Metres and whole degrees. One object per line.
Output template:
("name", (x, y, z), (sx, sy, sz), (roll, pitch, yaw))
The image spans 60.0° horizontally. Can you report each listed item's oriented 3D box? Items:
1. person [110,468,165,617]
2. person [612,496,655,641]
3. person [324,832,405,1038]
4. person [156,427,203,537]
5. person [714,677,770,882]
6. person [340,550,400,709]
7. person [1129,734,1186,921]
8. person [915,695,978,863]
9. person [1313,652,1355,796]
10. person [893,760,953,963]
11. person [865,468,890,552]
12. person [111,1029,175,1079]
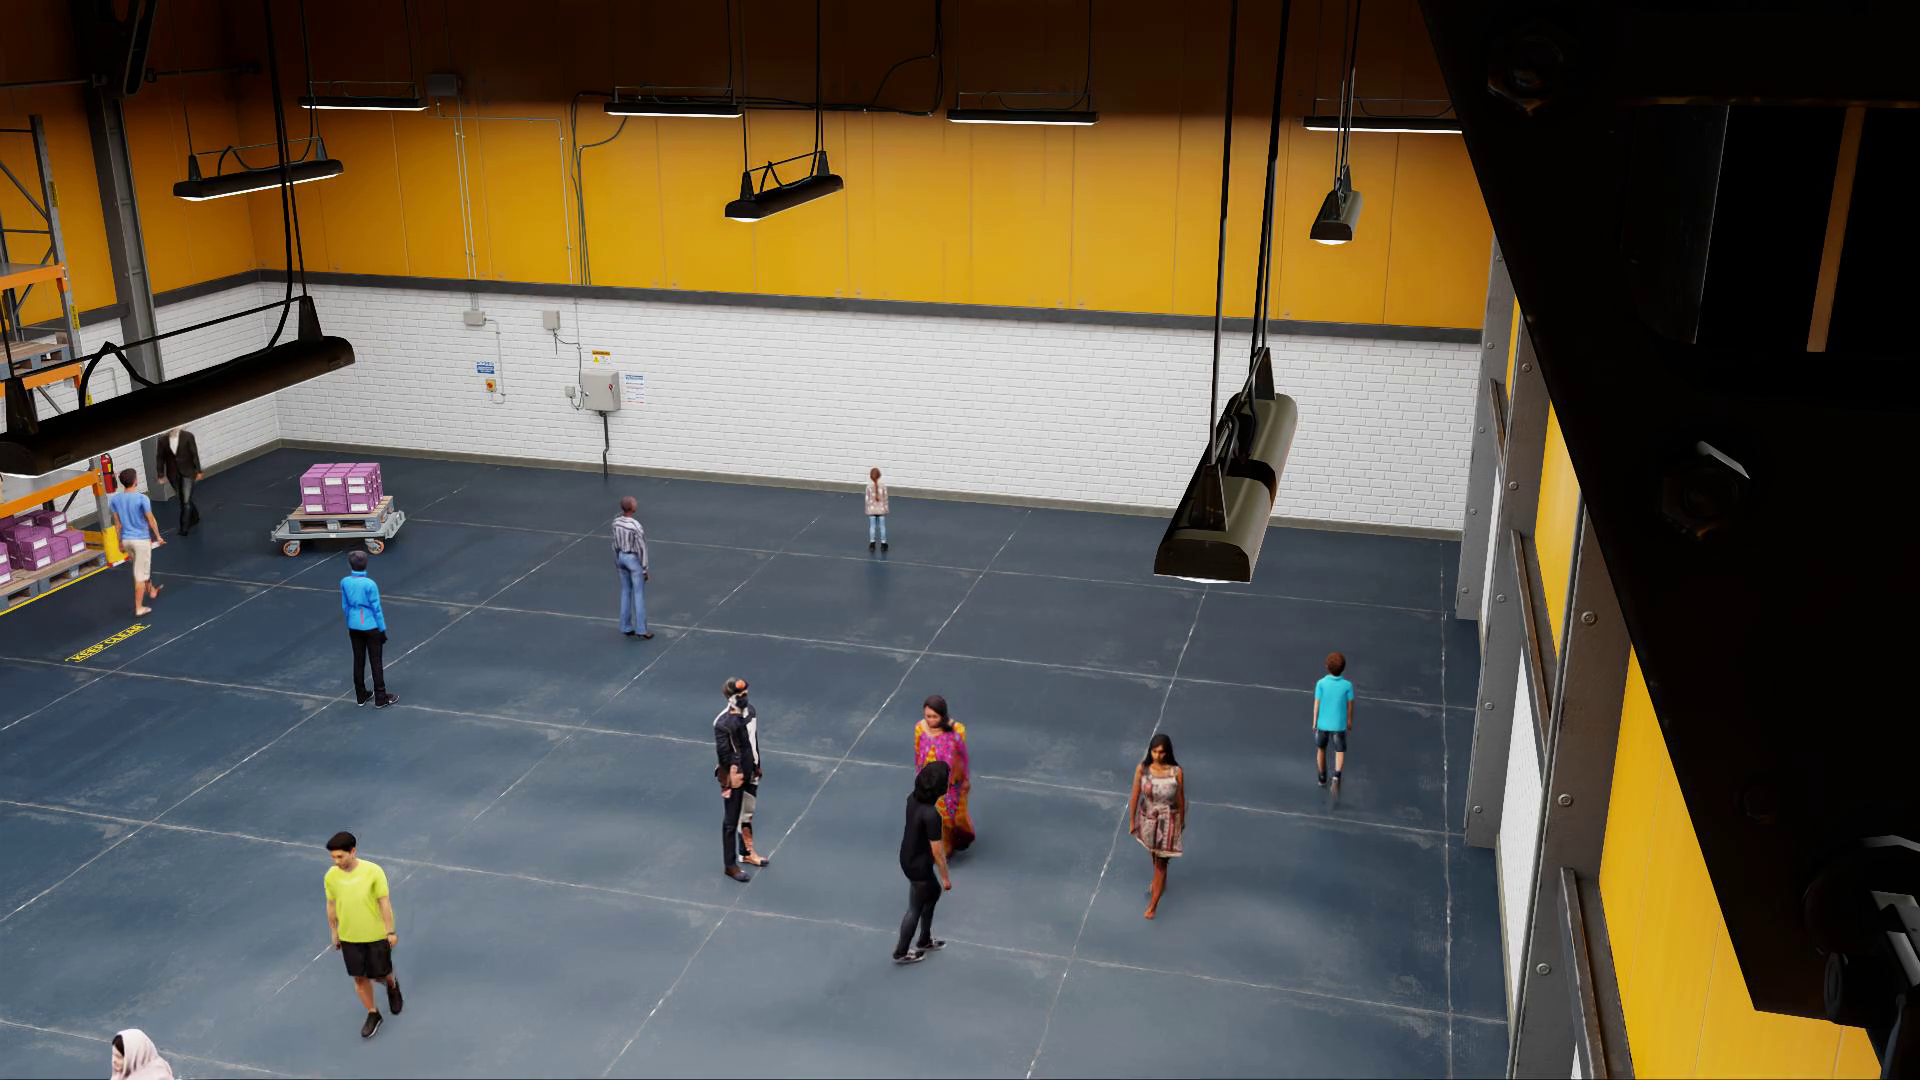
("person", (-10.355, 0.059, 20.820), (0.726, 1.830, 1.124), (3, 19, 8))
("person", (-3.960, 0.335, 20.057), (0.678, 1.794, 0.643), (11, 22, 30))
("person", (-4.488, 2.912, 12.566), (0.741, 1.691, 0.805), (-1, 19, -2))
("person", (-11.211, -0.969, 23.983), (0.992, 1.758, 1.258), (-2, 19, -6))
("person", (-1.962, 2.076, 14.732), (0.782, 1.892, 0.601), (9, 21, 26))
("person", (-6.517, 0.965, 18.185), (0.611, 1.794, 0.521), (6, 19, 16))
("person", (1.731, 2.380, 14.293), (0.668, 1.596, 1.135), (6, 19, 16))
("person", (-0.119, 2.111, 15.009), (0.721, 1.650, 0.793), (5, 19, 15))
("person", (3.640, 1.800, 16.265), (0.546, 1.437, 0.814), (3, 19, 10))
("person", (-0.407, 2.609, 13.298), (0.892, 1.797, 0.827), (-8, 20, -22))
("person", (-1.161, -0.431, 23.275), (0.528, 1.192, 0.530), (0, 19, 1))
("person", (-4.944, 3.699, 10.341), (0.829, 1.620, 0.776), (-17, 25, -41))
